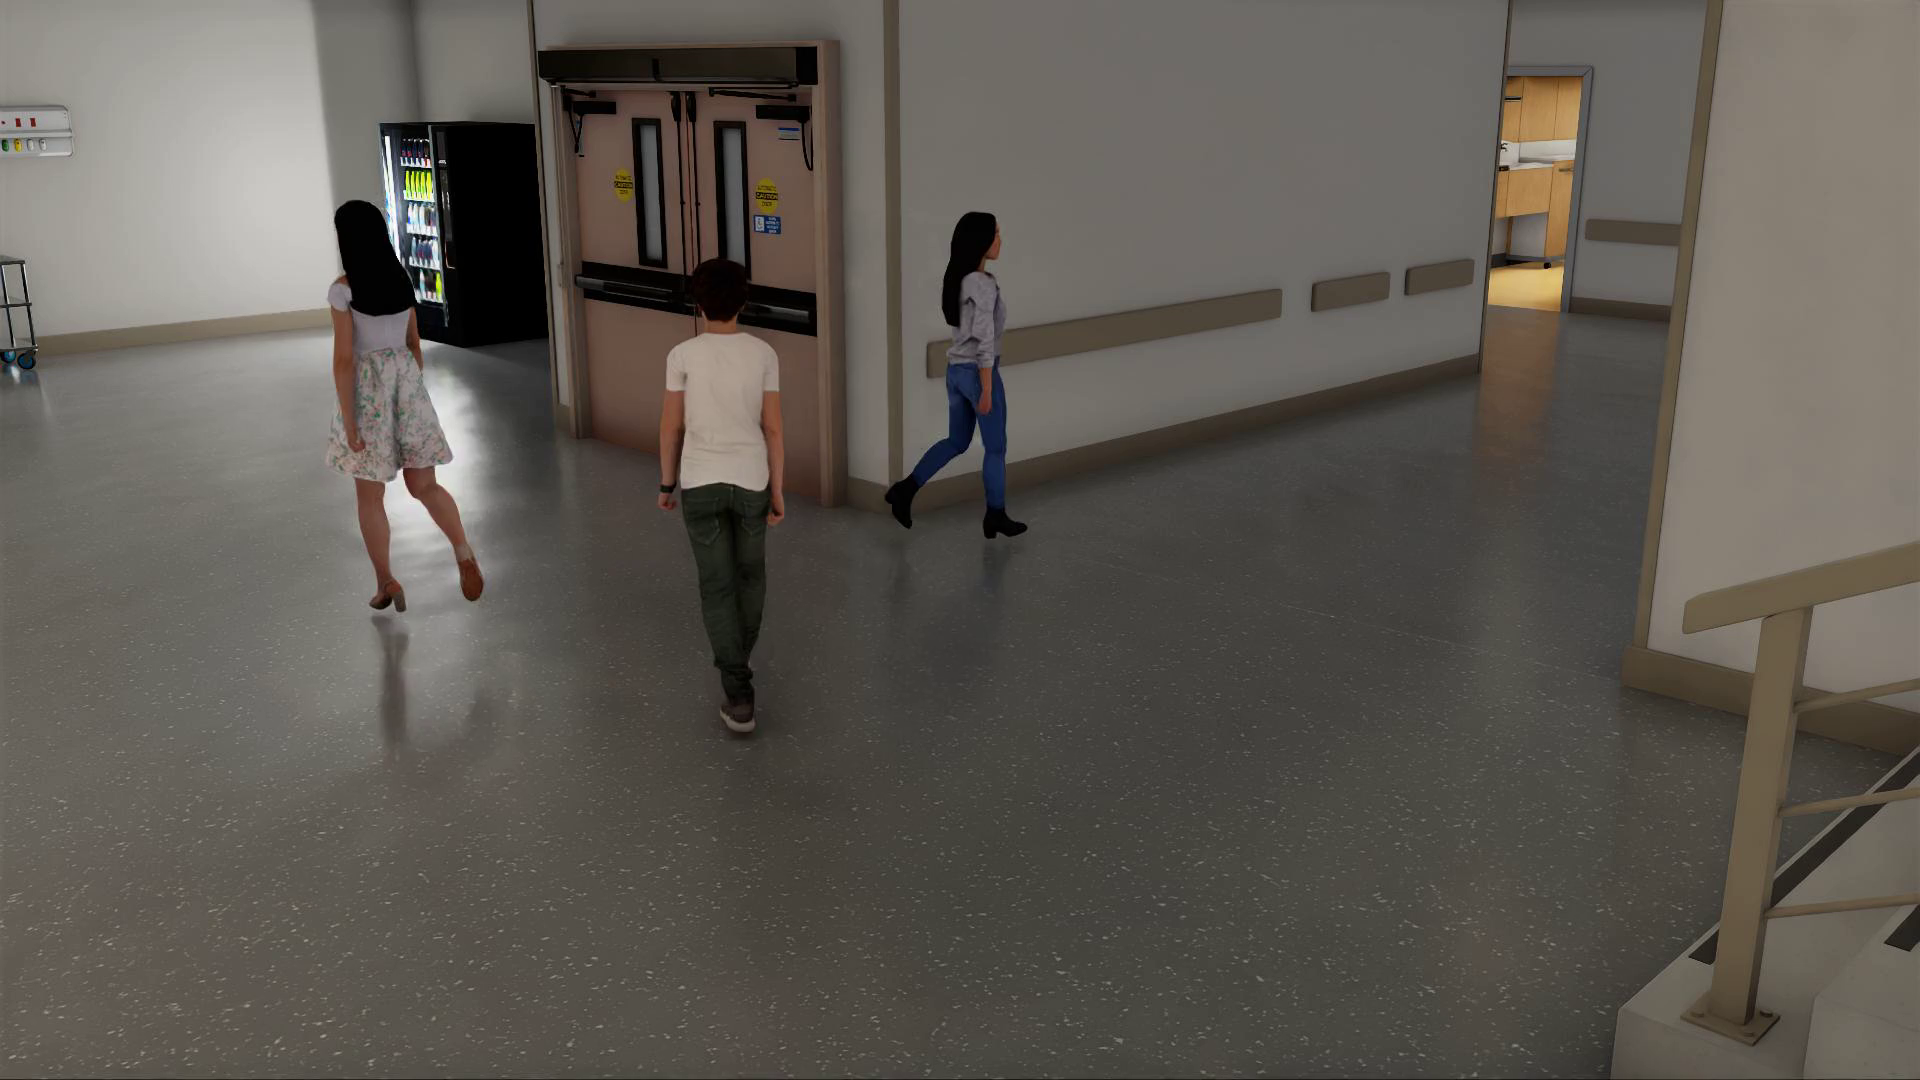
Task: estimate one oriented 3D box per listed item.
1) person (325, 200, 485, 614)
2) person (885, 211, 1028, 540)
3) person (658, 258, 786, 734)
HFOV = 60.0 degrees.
[{"bbox_3d":[-2.288,-0.479,6.807,1.054,1.749,0.681,12,20,37],"label":"person"},{"bbox_3d":[-0.007,-0.767,8.086,0.870,1.611,0.978,-7,17,-23],"label":"person"},{"bbox_3d":[-0.806,-0.128,5.793,0.841,1.625,1.080,-6,17,-20],"label":"person"}]
